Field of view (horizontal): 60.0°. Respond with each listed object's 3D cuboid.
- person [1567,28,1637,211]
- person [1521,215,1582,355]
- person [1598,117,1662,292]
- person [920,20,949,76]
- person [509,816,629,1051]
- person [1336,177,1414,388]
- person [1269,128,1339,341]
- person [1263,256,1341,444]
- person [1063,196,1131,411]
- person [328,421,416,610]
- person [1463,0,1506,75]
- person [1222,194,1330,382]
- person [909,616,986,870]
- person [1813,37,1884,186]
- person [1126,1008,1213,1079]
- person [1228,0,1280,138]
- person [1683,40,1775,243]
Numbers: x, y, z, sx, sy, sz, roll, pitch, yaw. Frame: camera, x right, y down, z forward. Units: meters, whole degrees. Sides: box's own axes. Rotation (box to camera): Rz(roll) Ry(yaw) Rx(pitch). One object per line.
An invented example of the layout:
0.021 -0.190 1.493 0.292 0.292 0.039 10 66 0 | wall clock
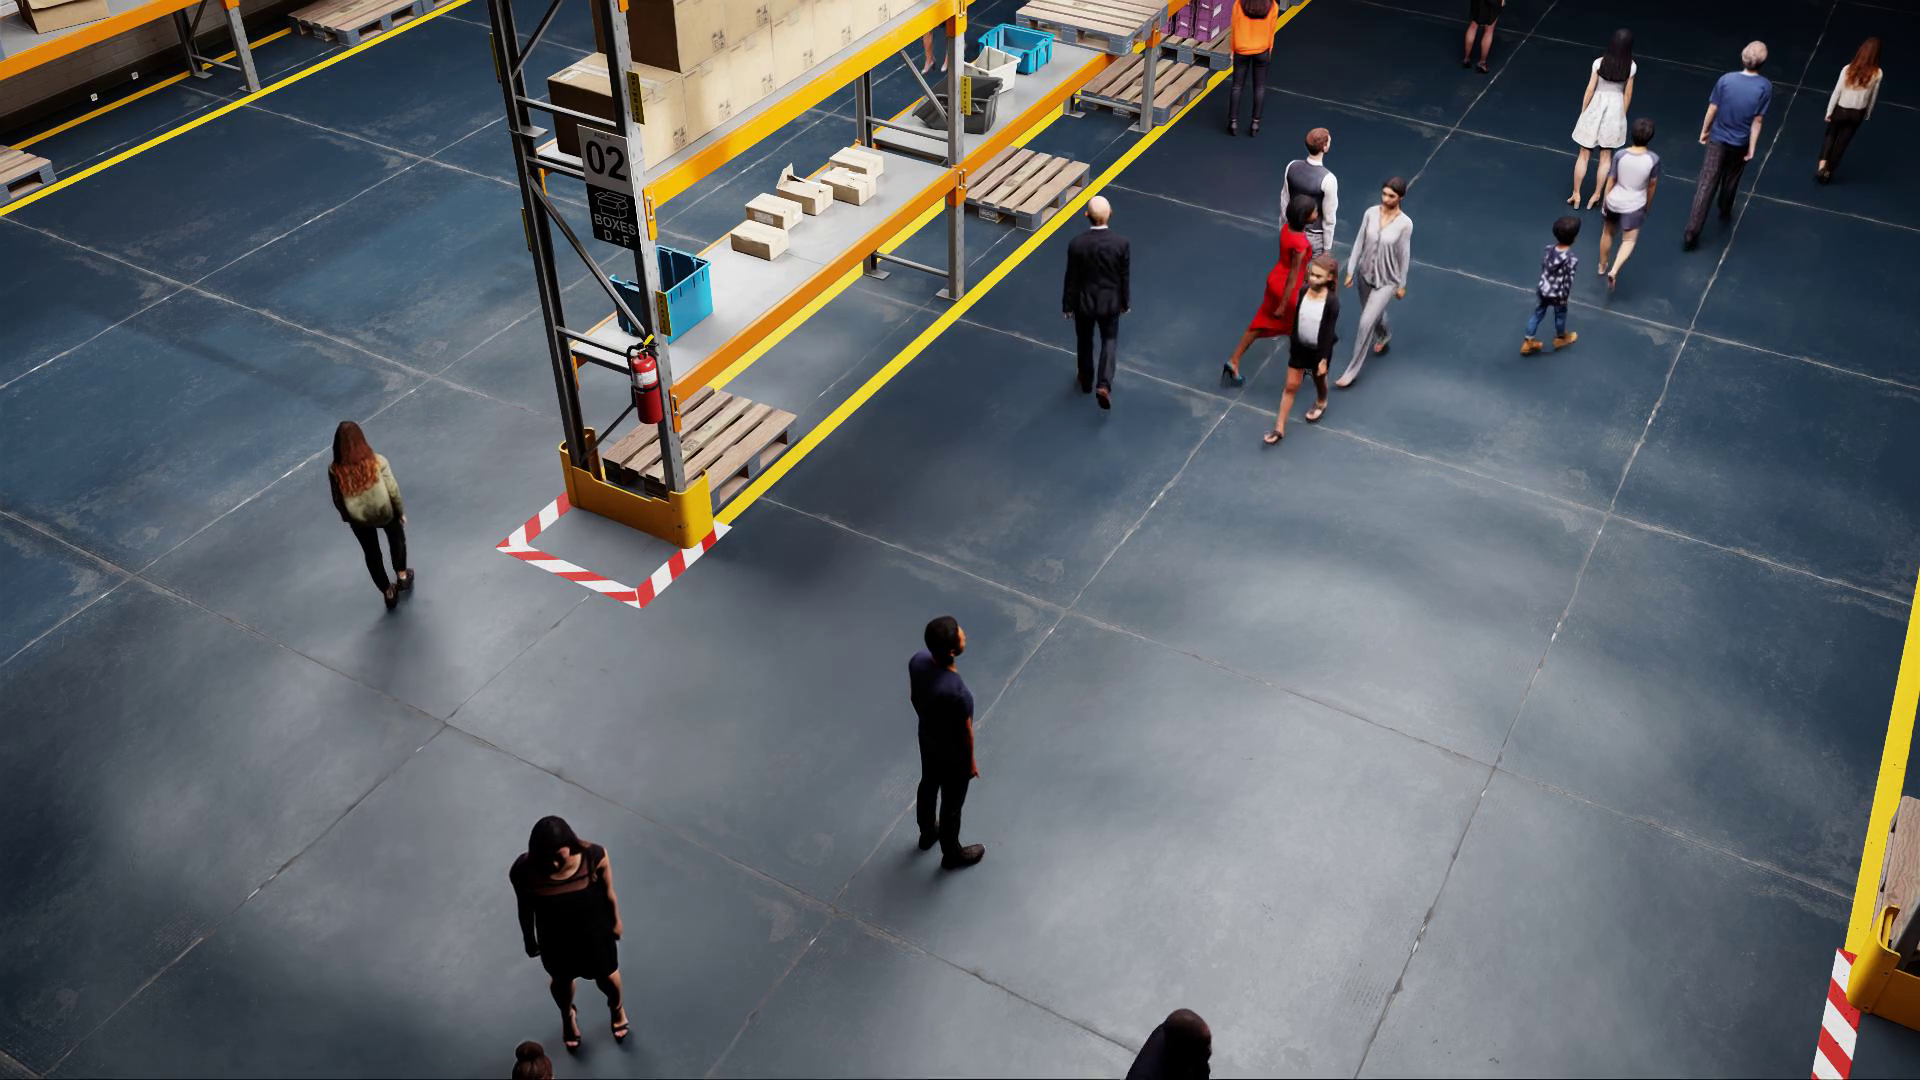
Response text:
6.087 -3.979 15.755 0.701 1.774 0.701 12 40 14 | person
4.893 -2.088 13.819 0.831 1.234 0.701 -20 43 -23 | person
5.862 -2.939 14.635 0.551 1.547 0.848 19 42 22 | person
-0.166 -6.027 18.348 0.667 1.738 0.745 22 44 26 | person
-1.943 1.966 8.360 0.749 1.713 0.803 -8 39 -10 | person
3.435 -2.152 13.497 0.786 1.737 1.151 31 48 33 | person
2.843 -2.514 13.789 0.648 1.938 0.717 -32 48 -34 | person
2.772 -1.512 12.871 0.689 1.517 1.096 28 47 31 | person
1.088 -1.830 13.054 0.984 1.786 1.125 0 39 0 | person
-3.955 -0.129 11.179 0.734 1.470 0.790 -8 39 -10 | person
5.824 -6.000 18.341 0.590 1.706 0.638 -31 48 -33 | person
2.497 -1.946 13.275 1.113 1.692 1.093 -7 39 -9 | person
-0.098 1.137 9.333 0.661 1.793 0.709 -27 46 -29 | person
8.645 -4.130 16.185 0.535 1.474 0.492 19 42 22 | person
0.806 2.636 7.475 0.759 1.770 1.113 21 43 24 | person
2.996 -4.991 17.044 0.686 1.748 0.669 6 39 7 | person
7.007 -3.578 15.225 0.665 1.809 1.195 20 43 23 | person
